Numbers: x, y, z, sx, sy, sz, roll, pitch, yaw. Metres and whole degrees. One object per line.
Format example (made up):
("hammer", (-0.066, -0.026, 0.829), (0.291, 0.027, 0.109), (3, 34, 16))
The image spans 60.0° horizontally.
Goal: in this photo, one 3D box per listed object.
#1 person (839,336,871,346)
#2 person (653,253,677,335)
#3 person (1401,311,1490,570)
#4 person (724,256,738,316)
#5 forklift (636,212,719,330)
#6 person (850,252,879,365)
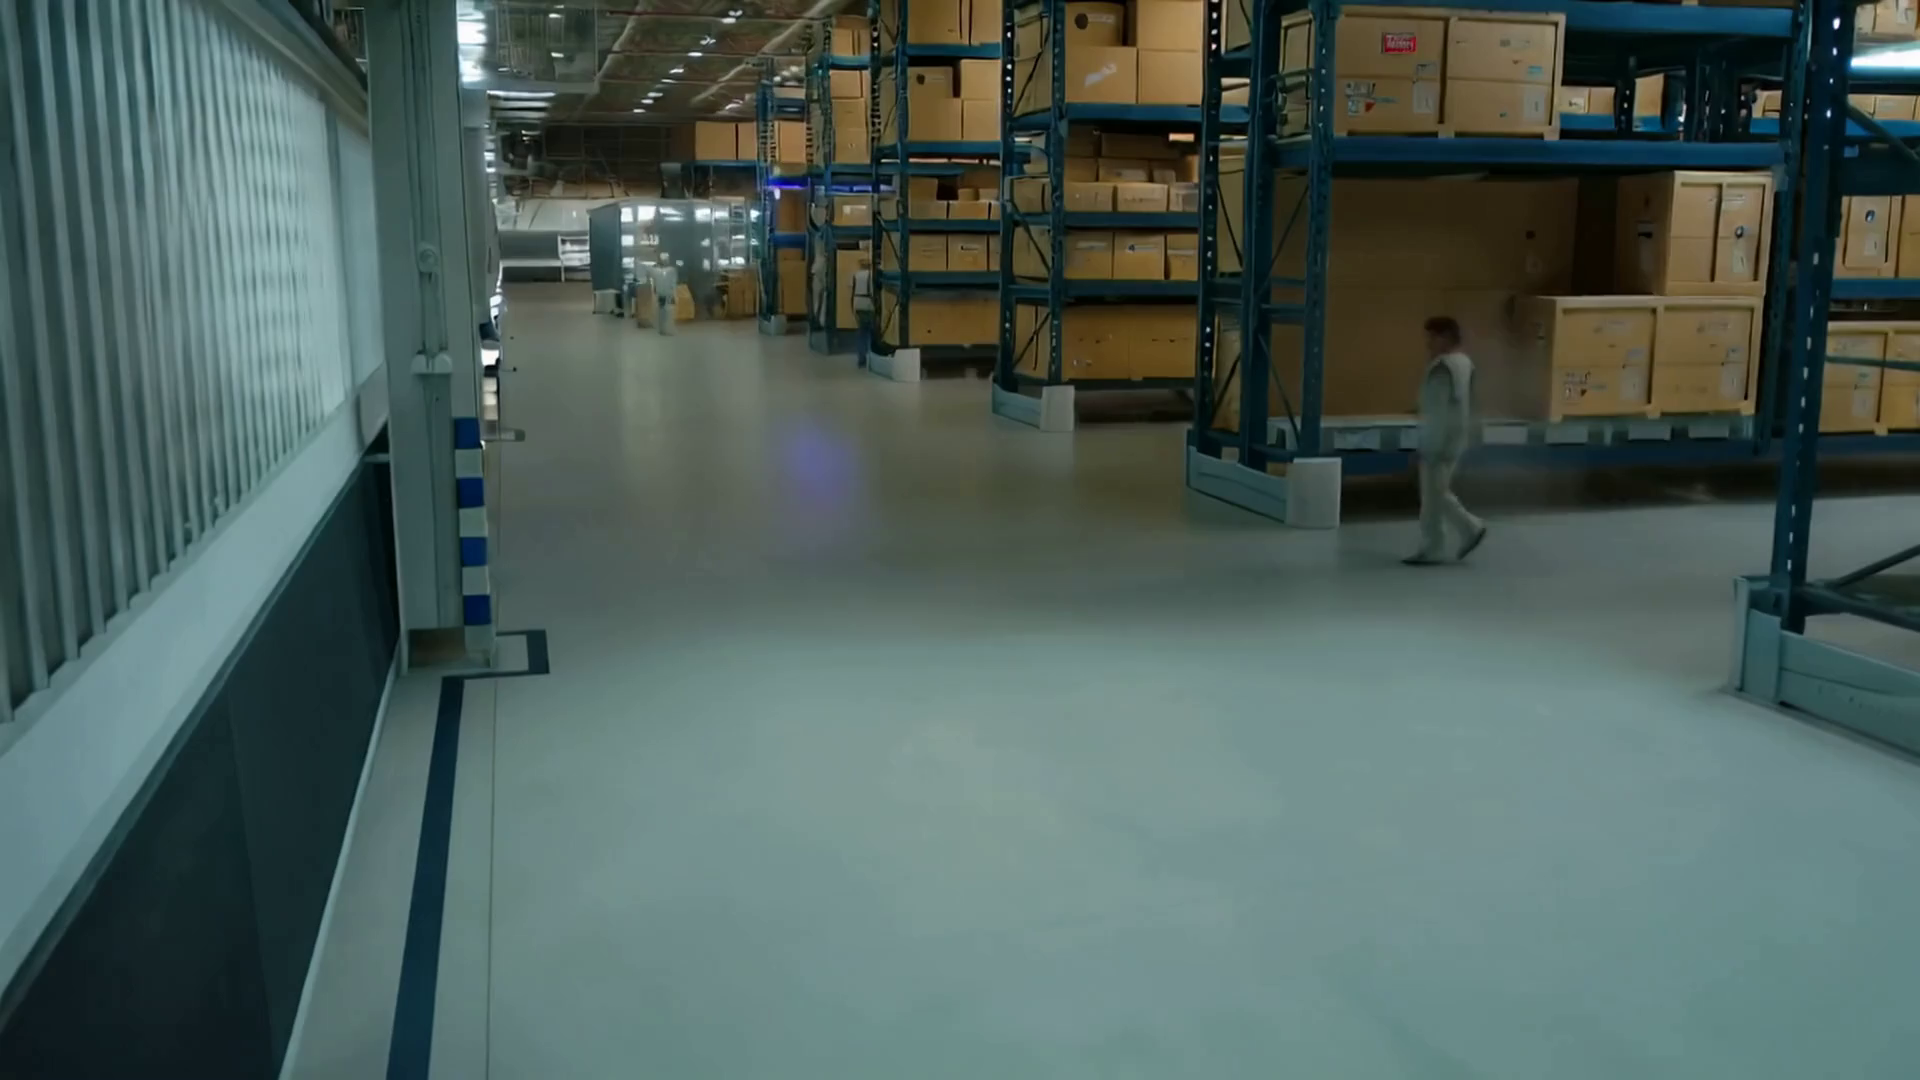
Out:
("person", (-2.138, -4.927, 34.109), (0.736, 1.887, 0.650), (-4, 11, -24))
("person", (-6.794, -5.672, 38.327), (0.568, 1.888, 1.007), (-4, 11, -21))
("person", (3.022, -0.603, 10.322), (0.440, 1.623, 0.530), (8, 13, 39))
("person", (-6.585, -7.323, 48.093), (0.485, 1.735, 0.347), (6, 12, 29))
("forklift", (-6.881, -6.504, 40.200), (1.129, 2.768, 1.873), (6, 12, 31))
("person", (-1.599, -3.954, 28.487), (0.554, 1.913, 0.686), (3, 10, 15))
